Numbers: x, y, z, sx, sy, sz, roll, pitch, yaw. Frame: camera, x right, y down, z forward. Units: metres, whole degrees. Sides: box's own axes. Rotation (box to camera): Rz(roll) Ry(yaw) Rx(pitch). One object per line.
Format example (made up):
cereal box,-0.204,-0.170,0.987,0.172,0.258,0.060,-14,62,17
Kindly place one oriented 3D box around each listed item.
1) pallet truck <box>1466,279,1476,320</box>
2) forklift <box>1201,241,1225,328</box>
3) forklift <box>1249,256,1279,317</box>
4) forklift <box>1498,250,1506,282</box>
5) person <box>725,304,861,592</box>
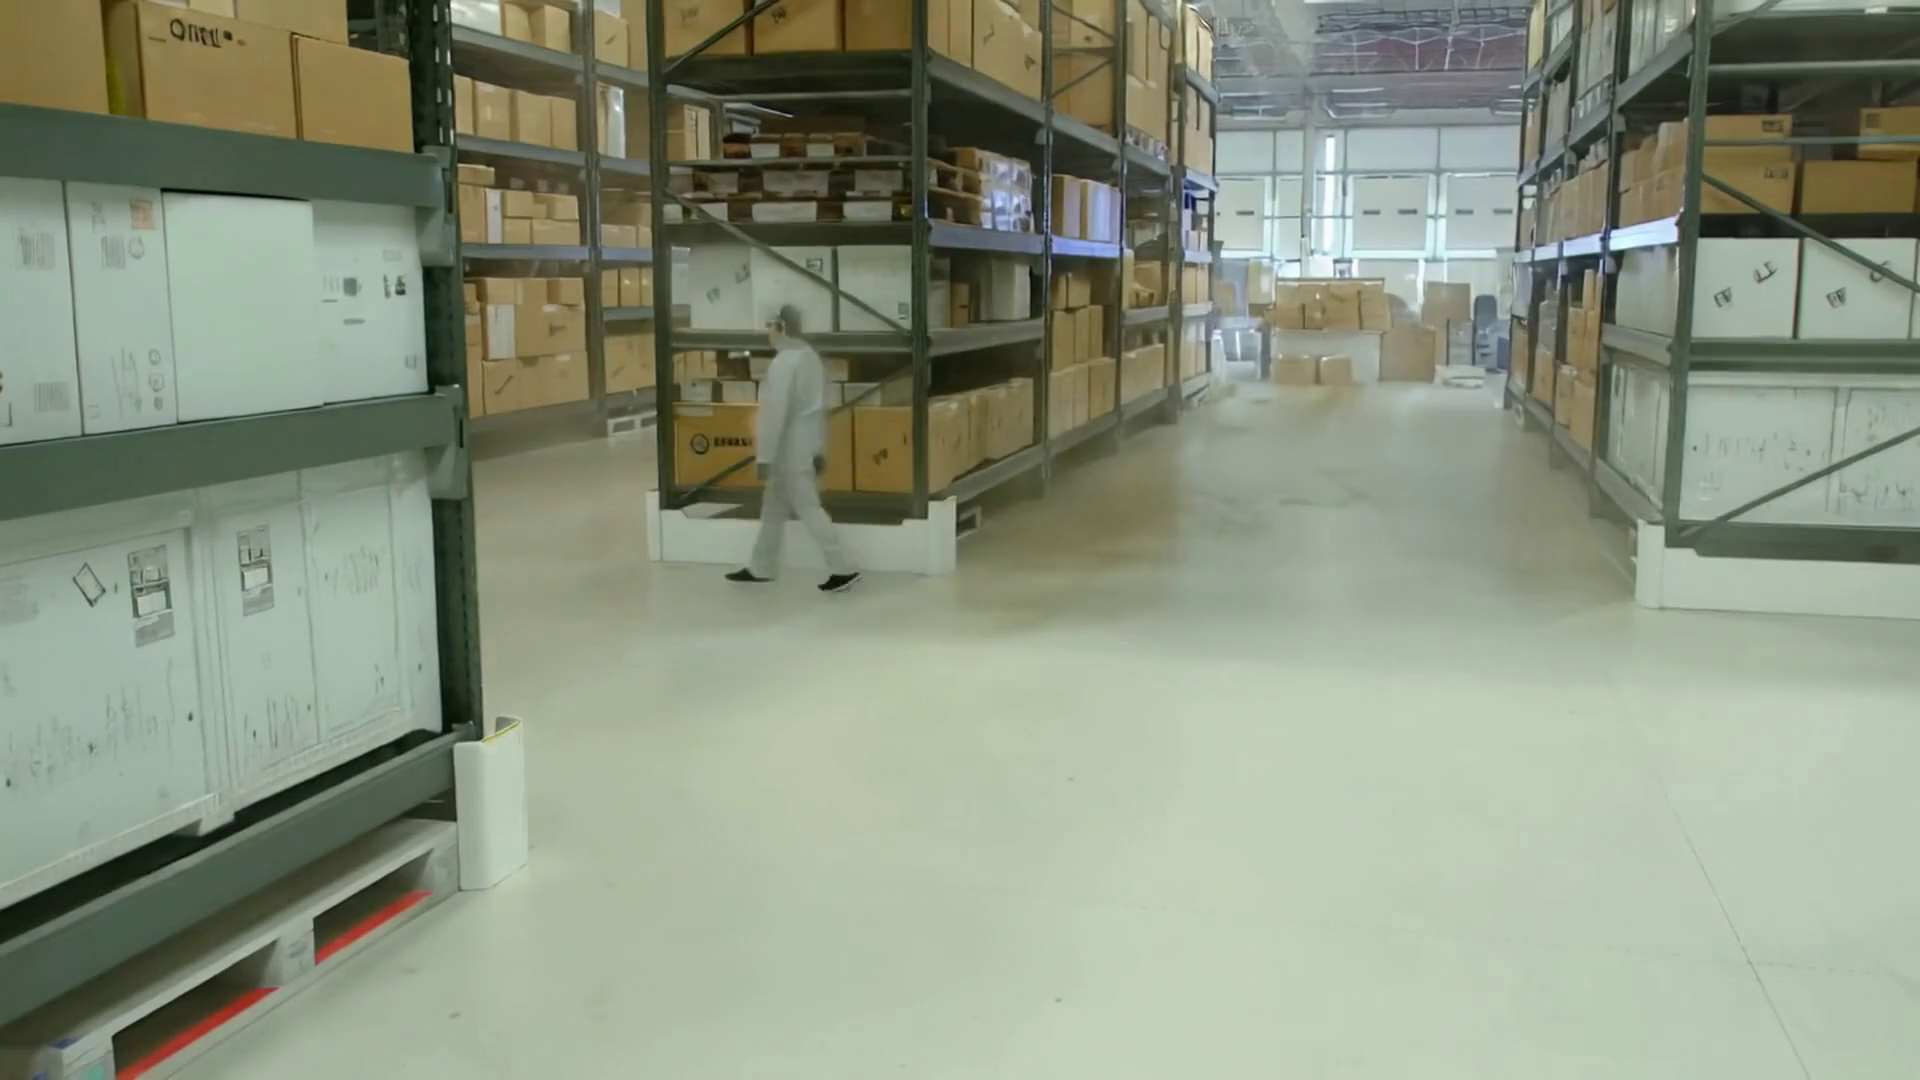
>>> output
pallet truck,18.896,-8.459,60.307,1.885,1.965,0.823,5,10,31
forklift,5.514,-5.152,36.503,1.873,2.768,1.129,2,9,14
forklift,11.321,-9.114,61.676,1.129,2.768,1.873,2,9,15
forklift,15.915,-6.937,47.846,1.129,2.768,1.873,1,9,8
person,-1.071,-0.590,10.763,0.977,1.865,0.659,2,9,14
